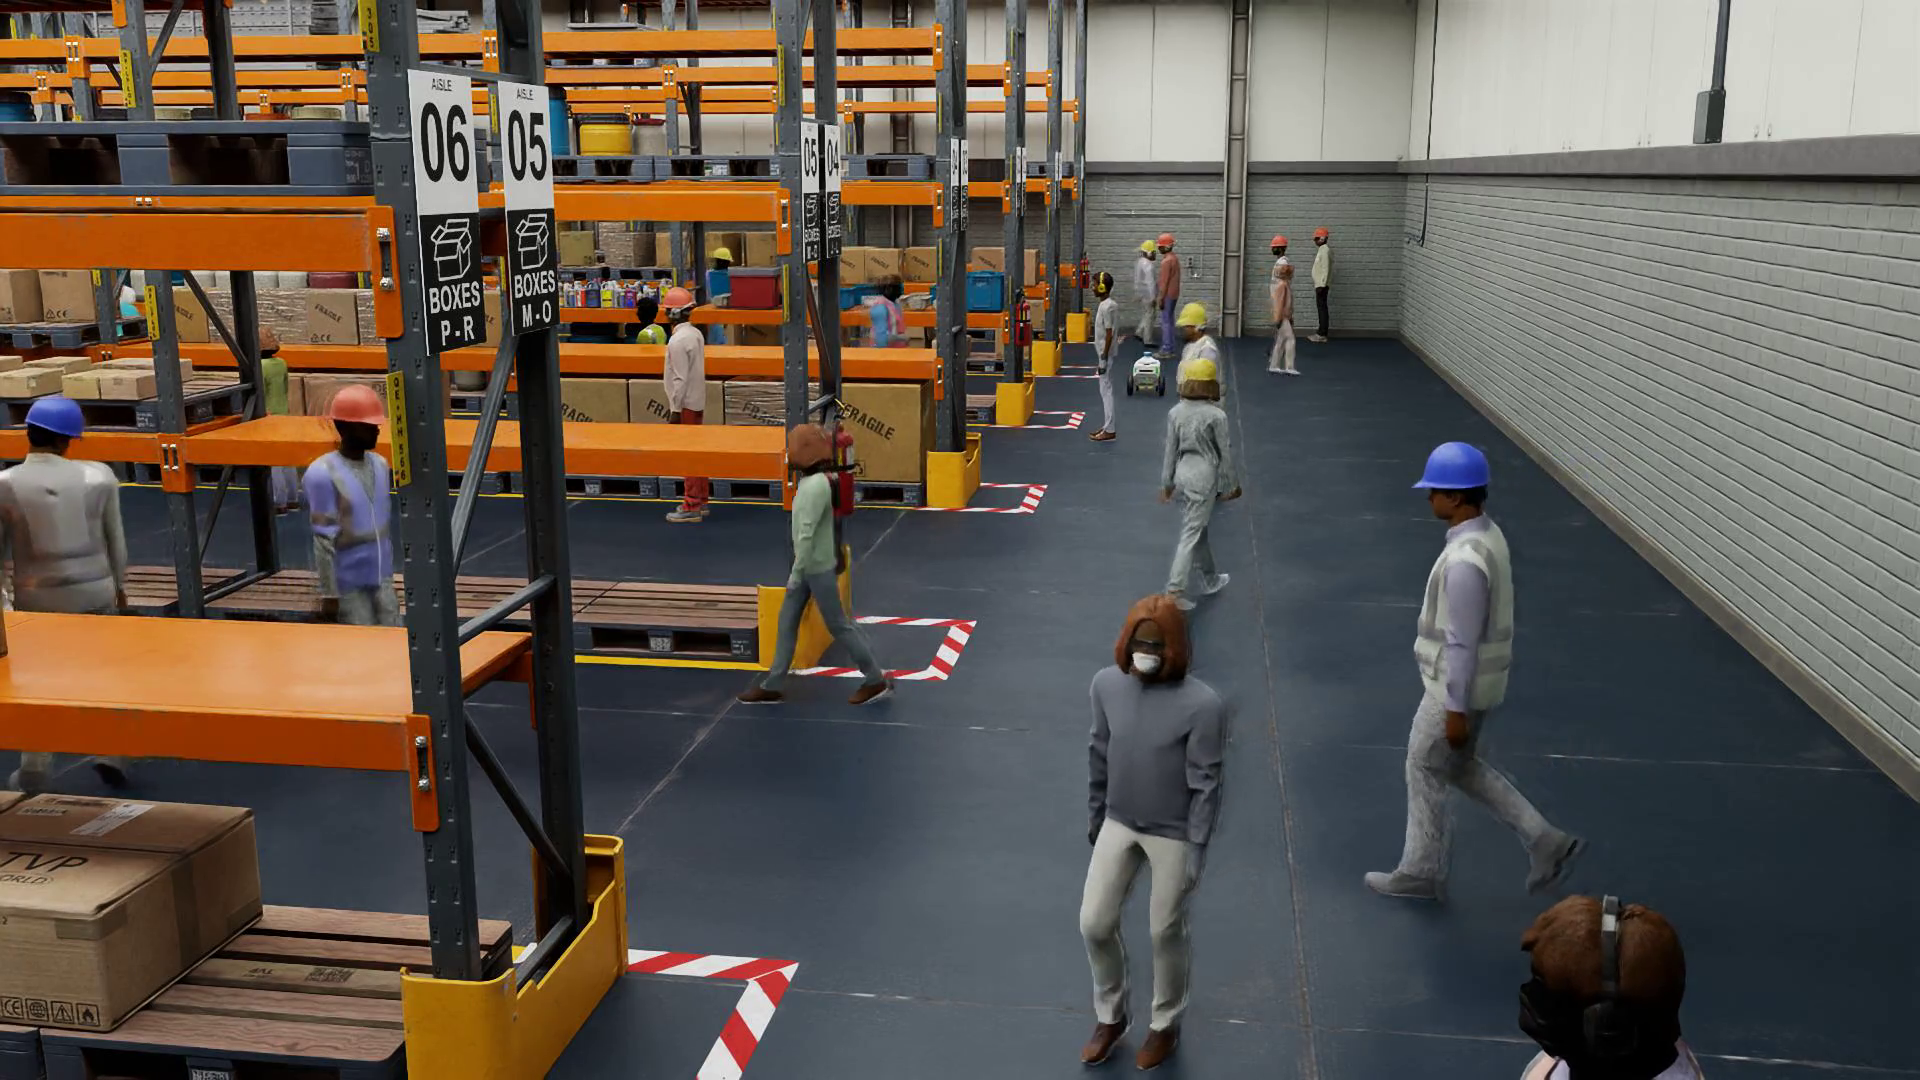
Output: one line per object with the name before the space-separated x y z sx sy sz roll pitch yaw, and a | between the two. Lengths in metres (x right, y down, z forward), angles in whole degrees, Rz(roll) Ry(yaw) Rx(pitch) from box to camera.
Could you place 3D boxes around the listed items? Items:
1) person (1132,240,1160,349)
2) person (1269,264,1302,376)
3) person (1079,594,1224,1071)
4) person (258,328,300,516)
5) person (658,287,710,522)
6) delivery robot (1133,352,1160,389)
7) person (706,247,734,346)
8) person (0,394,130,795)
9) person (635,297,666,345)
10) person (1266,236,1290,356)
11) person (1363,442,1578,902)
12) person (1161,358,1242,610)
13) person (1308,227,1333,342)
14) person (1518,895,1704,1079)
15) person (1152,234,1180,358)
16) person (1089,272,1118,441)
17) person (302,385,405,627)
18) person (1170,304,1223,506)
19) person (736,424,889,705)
person | 3.168 -4.110 27.919 0.416 1.821 0.625 -1 13 -6
person | 4.837 -3.230 24.428 0.591 1.610 0.558 4 13 15
person | 0.585 0.978 5.414 0.523 1.613 0.487 8 15 33
person | -5.964 -1.019 14.398 0.265 1.632 0.507 2 13 8
person | -2.353 -1.150 14.167 0.395 1.992 0.622 2 13 8
delivery robot | 2.514 -2.283 22.348 0.477 0.478 0.707 2 13 8
person | -3.434 -3.186 23.556 0.476 1.900 0.601 1 13 6
person | -4.275 0.279 7.894 0.661 1.918 0.488 -8 15 -32
person | -3.156 -1.635 17.029 0.317 1.697 0.540 2 13 8
person | 5.151 -3.947 26.927 0.372 1.935 0.551 2 13 8
person | 2.060 0.560 6.623 0.714 1.921 0.609 6 14 26
person | 1.662 -0.388 11.406 0.850 1.704 0.481 -10 16 -37
person | 6.342 -4.490 29.246 0.395 1.992 0.622 2 13 8
person | 1.024 1.454 2.765 0.429 1.839 0.633 2 13 8
person | 3.315 -3.904 26.643 0.405 1.980 0.626 5 13 22
person | 1.596 -2.029 18.432 0.310 1.864 0.532 2 13 8
person | -3.082 0.166 8.395 0.567 1.920 0.560 5 13 22
person | 2.125 -1.203 14.881 0.565 1.809 0.601 -1 13 -4
person | -0.798 0.153 9.204 0.843 1.593 0.513 -3 13 -12
